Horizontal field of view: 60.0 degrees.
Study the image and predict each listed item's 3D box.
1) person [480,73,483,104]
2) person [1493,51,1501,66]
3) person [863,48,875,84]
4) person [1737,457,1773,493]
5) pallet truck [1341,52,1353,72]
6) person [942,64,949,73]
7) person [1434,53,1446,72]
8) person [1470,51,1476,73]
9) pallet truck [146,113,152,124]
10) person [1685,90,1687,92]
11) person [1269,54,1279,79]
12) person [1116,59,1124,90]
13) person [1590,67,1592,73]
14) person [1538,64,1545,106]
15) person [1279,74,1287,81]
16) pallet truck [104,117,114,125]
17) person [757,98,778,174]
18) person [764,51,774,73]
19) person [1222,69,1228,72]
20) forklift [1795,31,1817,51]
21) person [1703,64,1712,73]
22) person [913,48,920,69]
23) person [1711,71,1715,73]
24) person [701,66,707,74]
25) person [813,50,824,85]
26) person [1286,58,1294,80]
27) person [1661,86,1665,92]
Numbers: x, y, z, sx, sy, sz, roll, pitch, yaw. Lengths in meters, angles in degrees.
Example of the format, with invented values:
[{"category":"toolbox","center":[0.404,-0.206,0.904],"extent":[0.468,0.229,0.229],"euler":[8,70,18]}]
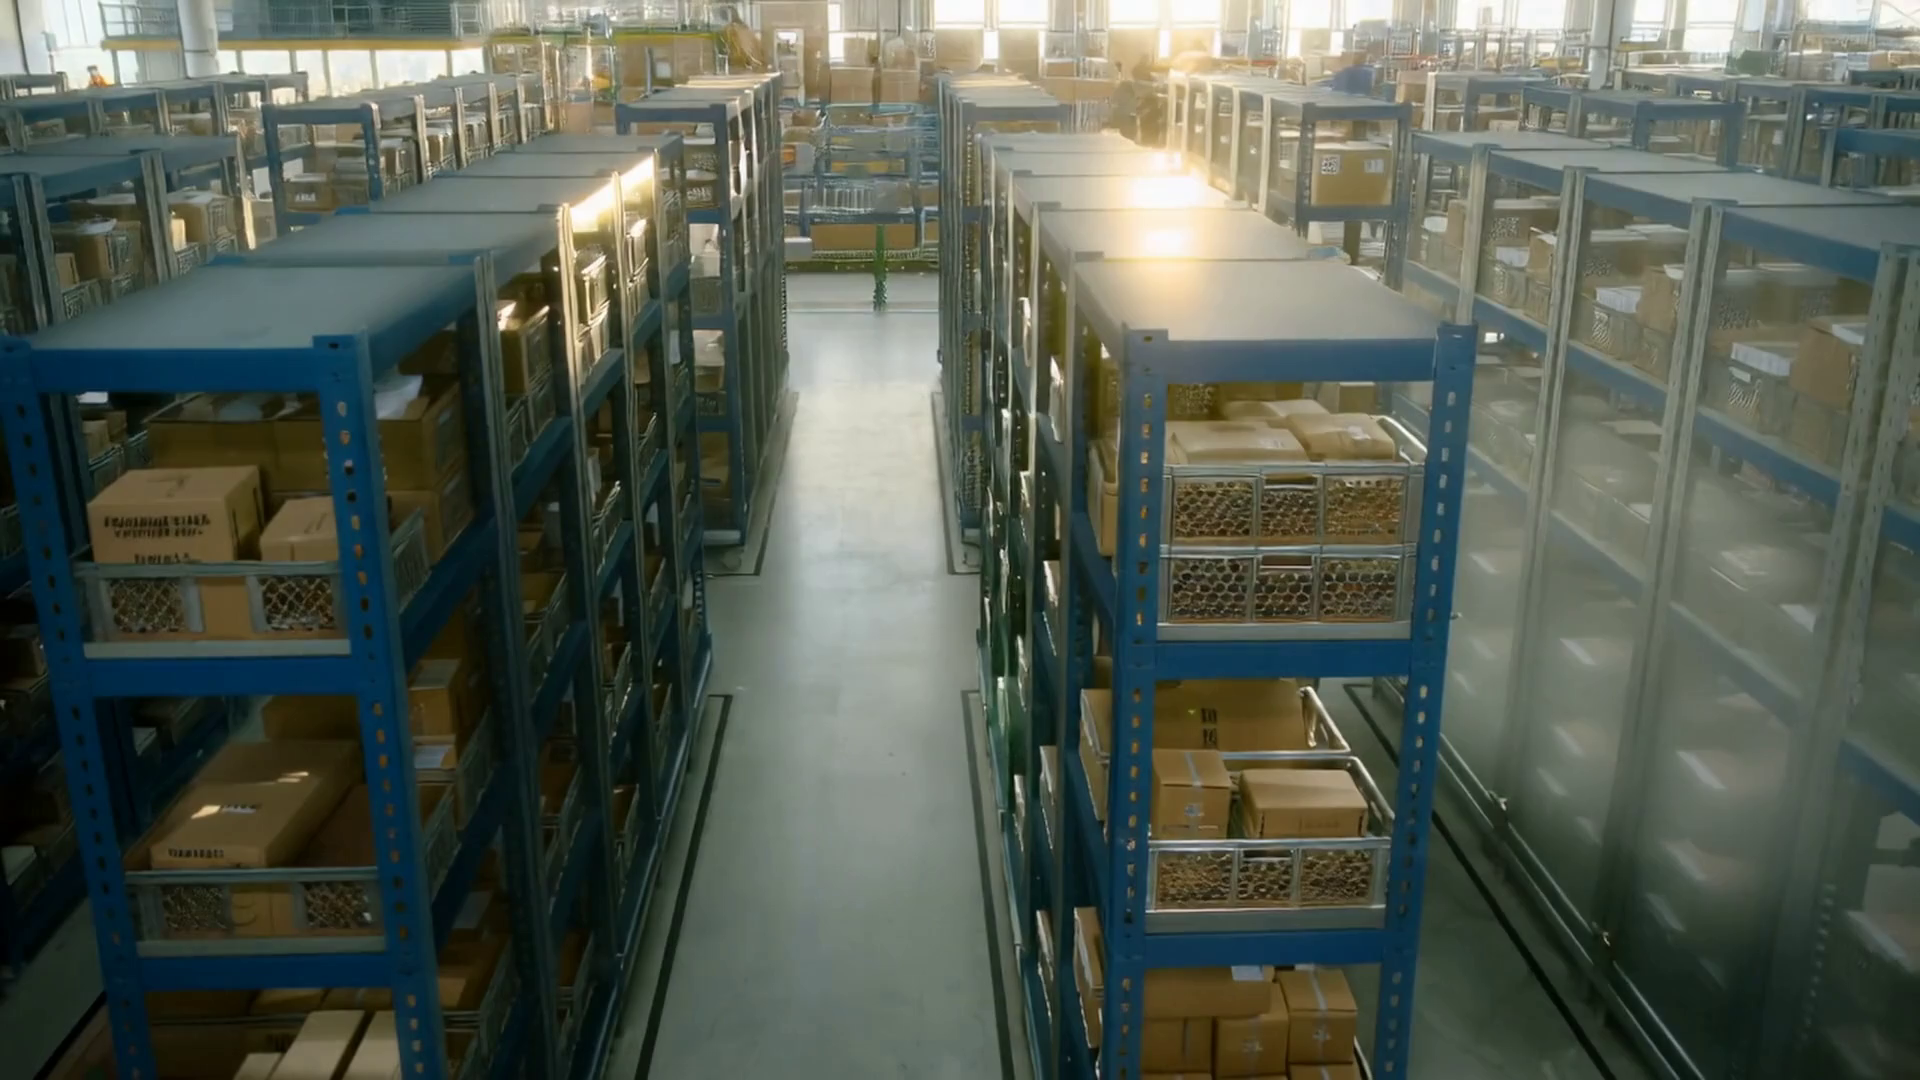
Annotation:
[{"category":"person","center":[-17.333,-15.996,60.420],"extent":[0.506,1.847,0.345],"euler":[-15,23,-39]},{"category":"person","center":[27.846,-24.376,86.292],"extent":[0.433,1.887,0.627],"euler":[1,18,3]},{"category":"person","center":[-5.004,-26.030,91.317],"extent":[0.638,1.949,1.031],"euler":[1,18,2]},{"category":"person","center":[6.086,-0.654,12.702],"extent":[0.382,1.996,0.608],"euler":[13,22,34]},{"category":"pallet truck","center":[18.794,-23.123,82.231],"extent":[0.823,1.965,1.885],"euler":[-13,22,-35]},{"category":"person","center":[-0.660,-19.930,72.781],"extent":[0.496,1.724,0.484],"euler":[15,23,39]},{"category":"person","center":[24.099,-23.501,83.598],"extent":[0.608,1.878,0.984],"euler":[10,20,28]},{"category":"person","center":[26.689,-24.408,86.322],"extent":[0.425,1.925,0.642],"euler":[17,24,42]},{"category":"pallet truck","center":[-18.087,-8.309,36.390],"extent":[1.885,1.965,0.823],"euler":[-1,18,-4]},{"category":"person","center":[22.483,-13.176,51.630],"extent":[0.543,1.875,1.022],"euler":[-2,18,-6]},{"category":"person","center":[15.794,-23.561,83.845],"extent":[0.430,1.839,0.619],"euler":[-3,18,-9]},{"category":"person","center":[7.246,-20.739,75.019],"extent":[0.626,1.891,0.628],"euler":[2,18,5]},{"category":"person","center":[30.305,-22.209,79.332],"extent":[0.536,2.000,0.681],"euler":[11,21,30]},{"category":"person","center":[24.107,-18.834,69.189],"extent":[0.509,1.860,0.334],"euler":[-17,24,-42]},{"category":"person","center":[11.179,-15.210,57.841],"extent":[0.355,1.938,0.544],"euler":[-8,19,-22]},{"category":"pallet truck","center":[-18.367,-7.885,35.078],"extent":[1.885,1.965,0.823],"euler":[1,18,2]},{"category":"person","center":[-5.265,-10.534,43.314],"extent":[1.068,1.989,0.602],"euler":[4,18,11]},{"category":"person","center":[-9.857,-24.211,85.699],"extent":[0.547,1.934,0.375],"euler":[3,18,10]},{"category":"person","center":[9.828,-16.643,62.253],"extent":[0.481,1.949,0.614],"euler":[3,18,8]},{"category":"forklift","center":[45.899,-26.245,90.478],"extent":[1.129,2.768,1.873],"euler":[-1,18,-2]},{"category":"person","center":[30.370,-18.503,68.029],"extent":[0.631,1.940,0.369],"euler":[5,19,15]},{"category":"person","center":[-2.534,-25.885,90.907],"extent":[0.613,1.922,0.828],"euler":[-6,19,-19]},{"category":"person","center":[30.971,-18.819,69.069],"extent":[0.635,1.908,0.675],"euler":[-4,18,-12]},{"category":"person","center":[-10.214,-17.913,66.300],"extent":[0.971,1.867,0.625],"euler":[4,18,11]},{"category":"person","center":[-7.668,-25.702,90.486],"extent":[0.623,1.835,0.431],"euler":[-11,21,-30]},{"category":"person","center":[15.660,-21.966,78.991],"extent":[1.034,1.785,0.519],"euler":[11,21,31]},{"category":"person","center":[27.031,-17.022,63.613],"extent":[0.606,1.830,0.982],"euler":[-7,19,-21]}]
